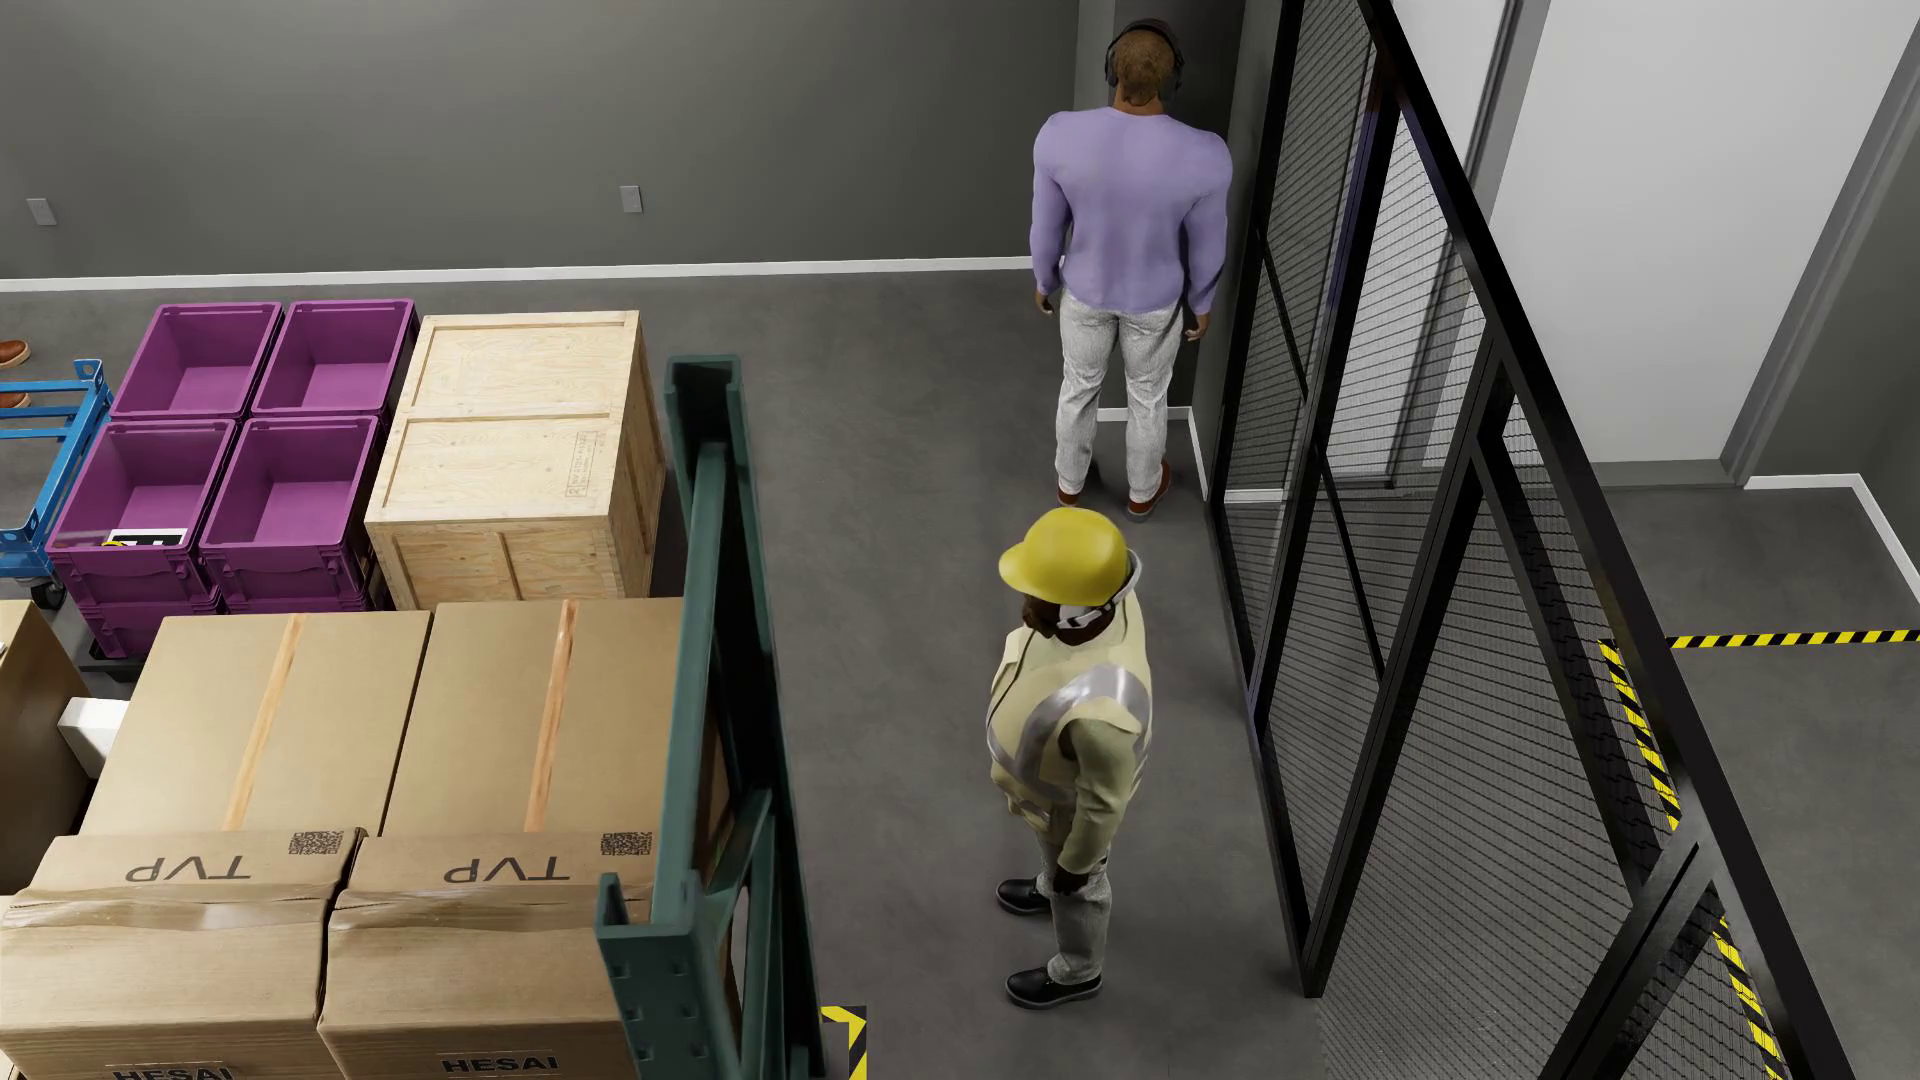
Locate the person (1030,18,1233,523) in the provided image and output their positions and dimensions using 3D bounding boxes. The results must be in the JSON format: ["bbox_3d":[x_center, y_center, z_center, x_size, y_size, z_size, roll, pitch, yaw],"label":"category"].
[{"bbox_3d":[0.548,-0.838,5.557,0.636,1.938,0.358,10,47,9],"label":"person"}]

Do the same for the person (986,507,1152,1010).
[{"bbox_3d":[0.266,0.587,4.268,0.404,1.830,0.600,-2,46,-1],"label":"person"}]

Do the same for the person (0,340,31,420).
[{"bbox_3d":[-3.912,-1.299,5.959,0.375,1.995,0.609,-14,48,-13],"label":"person"}]
